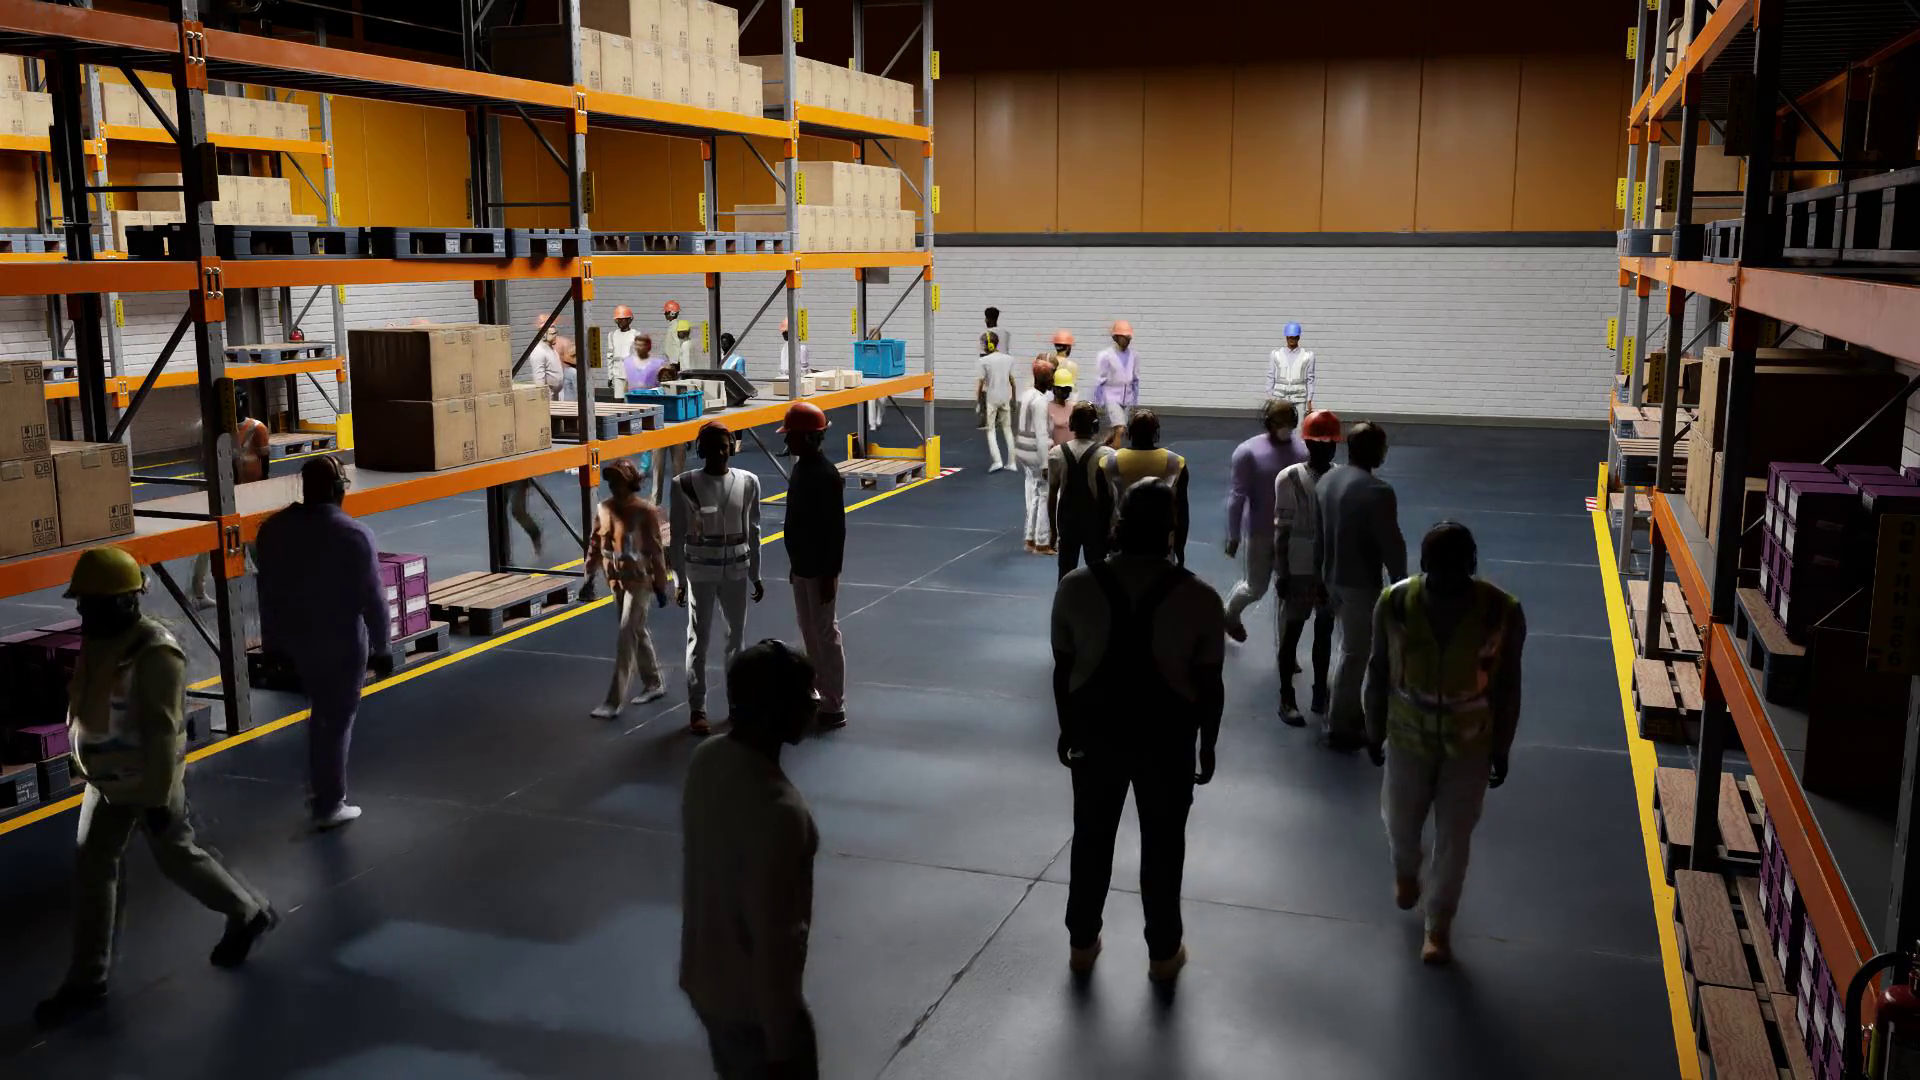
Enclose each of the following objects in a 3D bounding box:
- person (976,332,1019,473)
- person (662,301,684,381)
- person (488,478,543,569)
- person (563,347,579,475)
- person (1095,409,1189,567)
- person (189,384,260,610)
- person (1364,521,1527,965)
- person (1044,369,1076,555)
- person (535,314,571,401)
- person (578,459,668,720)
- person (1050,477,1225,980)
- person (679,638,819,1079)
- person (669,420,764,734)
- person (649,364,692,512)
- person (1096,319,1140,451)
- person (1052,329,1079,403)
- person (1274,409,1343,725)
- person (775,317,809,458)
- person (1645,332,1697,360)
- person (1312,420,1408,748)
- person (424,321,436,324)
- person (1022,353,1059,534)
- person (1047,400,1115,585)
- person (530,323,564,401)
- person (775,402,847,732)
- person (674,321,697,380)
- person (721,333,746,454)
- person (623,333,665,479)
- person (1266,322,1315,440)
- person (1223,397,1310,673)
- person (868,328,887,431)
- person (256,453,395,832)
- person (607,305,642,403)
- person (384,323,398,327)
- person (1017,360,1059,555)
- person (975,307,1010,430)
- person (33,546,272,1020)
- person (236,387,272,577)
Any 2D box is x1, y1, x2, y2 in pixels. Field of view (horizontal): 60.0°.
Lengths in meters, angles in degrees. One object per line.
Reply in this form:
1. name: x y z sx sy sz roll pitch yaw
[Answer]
1. person: 0.500 -1.761 21.364 0.579 1.831 0.541 -4 11 -20
2. person: -4.778 -2.997 27.827 0.377 1.995 0.608 -2 10 -13
3. person: -4.098 -0.615 15.173 0.496 1.725 0.538 4 11 20
4. person: -4.928 -1.655 21.283 0.271 1.632 0.503 -6 11 -29
5. person: 1.212 0.046 11.121 0.624 1.844 0.430 1 10 6
6. person: -5.941 -0.372 13.543 0.543 1.818 0.972 6 12 30
7. person: 1.997 0.807 6.908 0.629 1.823 0.552 4 11 20
8. person: 0.952 -0.741 15.773 0.535 1.766 0.318 -7 12 -34
9. person: -5.735 -2.229 23.602 0.631 1.961 0.589 5 11 27
10. person: -2.104 0.295 10.380 0.523 1.604 0.747 7 13 36
11. person: 0.719 0.737 6.671 0.687 2.000 0.535 2 10 14
12. person: -0.550 1.204 4.386 0.418 1.930 0.647 -5 11 -26
13. person: -1.458 0.221 10.024 0.574 1.883 0.356 -5 11 -27
14. person: -3.171 -1.087 18.077 0.523 1.636 0.310 -2 10 -10
15. person: 1.932 -1.794 21.042 0.619 2.014 0.900 -6 12 -30
16. person: 1.212 -1.545 19.875 0.486 1.946 0.547 -9 14 -43
17. person: 2.183 0.165 10.182 0.545 1.938 0.361 -3 11 -19
18. person: -2.317 -2.087 22.864 0.550 1.937 0.357 10 14 44
19. person: 8.757 -1.663 20.575 0.643 1.905 0.400 2 10 12
20. person: 2.398 0.261 9.691 0.622 1.921 0.643 -4 11 -20
21. person: -7.171 -2.022 22.607 0.631 1.910 0.521 4 11 23
22. person: 0.856 -0.984 16.946 0.429 1.837 0.621 -3 11 -17
23. person: 0.860 -0.060 11.708 0.505 1.845 0.346 4 11 19
24. person: -5.394 -1.893 21.858 0.400 1.910 0.643 0 10 3
25. person: -0.904 0.159 10.055 0.396 1.992 0.623 -5 11 -26
26. person: -4.401 -2.615 26.456 0.904 1.723 0.528 1 10 8
27. person: -3.265 -2.064 23.403 0.535 1.700 0.318 4 11 23
28. person: -3.970 -1.709 21.040 0.585 1.830 0.670 4 11 21
29. person: 4.222 -1.810 21.275 0.605 1.949 0.384 3 10 15
30. person: 2.144 -0.069 11.615 0.655 1.912 0.799 -2 10 -14
31. person: -1.339 -2.568 26.475 0.522 1.621 0.634 -1 10 -5
32. person: -3.161 0.502 8.411 0.670 1.885 0.601 3 10 15
33. person: -4.912 -2.418 24.429 0.616 2.041 0.377 3 11 17
34. person: -7.406 -1.885 21.814 0.639 1.908 0.409 2 10 13
35. person: 0.754 -0.772 15.668 0.429 1.861 0.611 -2 10 -9
36. person: 0.502 -2.687 26.176 0.626 1.960 0.444 -8 13 -38
37. person: -3.166 0.893 6.486 0.600 1.798 0.889 7 12 33
38. person: -6.336 -0.516 14.692 0.540 1.695 0.317 2 10 12
